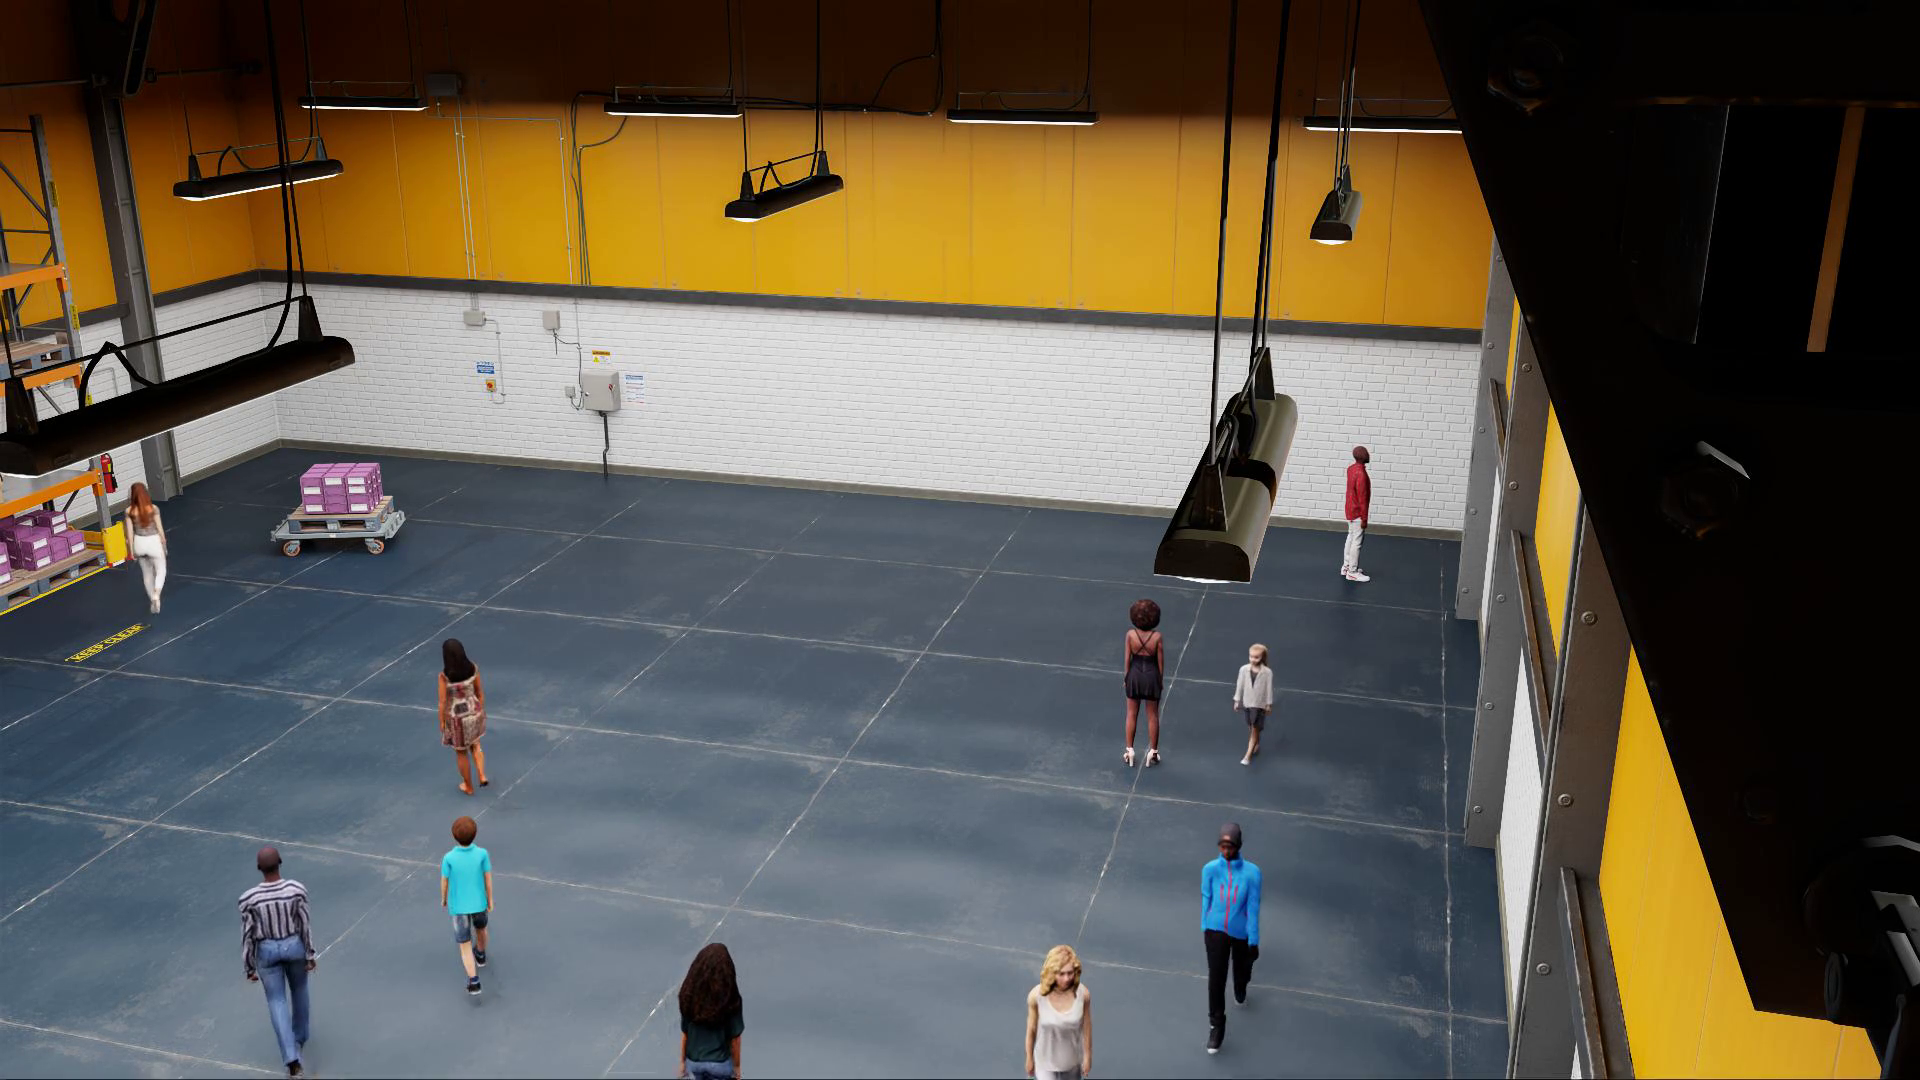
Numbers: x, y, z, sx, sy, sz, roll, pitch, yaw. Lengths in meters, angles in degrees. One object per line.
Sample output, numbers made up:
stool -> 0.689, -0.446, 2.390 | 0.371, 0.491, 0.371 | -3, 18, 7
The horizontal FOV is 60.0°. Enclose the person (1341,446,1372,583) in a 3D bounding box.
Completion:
person -> 5.281, -0.378, 22.131 | 0.791, 1.820, 0.634 | -1, 19, -3

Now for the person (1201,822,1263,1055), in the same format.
person -> 2.039, 2.908, 12.455 | 0.620, 1.768, 1.028 | 5, 19, 14

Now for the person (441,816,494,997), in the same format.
person -> -3.860, 2.885, 13.072 | 0.922, 1.419, 0.996 | -10, 21, -27

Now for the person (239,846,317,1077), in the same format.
person -> -4.887, 3.059, 11.996 | 0.995, 1.776, 1.080 | -9, 21, -25

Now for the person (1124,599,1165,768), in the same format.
person -> 1.853, 1.443, 16.772 | 0.566, 1.790, 0.554 | 3, 19, 9

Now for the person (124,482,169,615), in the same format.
person -> -10.148, 0.144, 20.757 | 0.844, 1.709, 0.983 | -5, 19, -15

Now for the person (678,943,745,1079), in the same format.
person -> -1.676, 3.470, 11.060 | 0.618, 1.595, 0.645 | 3, 19, 8

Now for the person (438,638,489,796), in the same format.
person -> -4.780, 1.739, 16.132 | 0.828, 1.638, 0.883 | -16, 25, -40

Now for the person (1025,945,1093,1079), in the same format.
person -> 0.647, 3.408, 11.151 | 0.802, 1.653, 1.002 | -2, 19, -7

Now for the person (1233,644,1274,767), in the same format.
person -> 3.033, 1.654, 17.007 | 0.685, 1.241, 0.938 | 11, 22, 30
